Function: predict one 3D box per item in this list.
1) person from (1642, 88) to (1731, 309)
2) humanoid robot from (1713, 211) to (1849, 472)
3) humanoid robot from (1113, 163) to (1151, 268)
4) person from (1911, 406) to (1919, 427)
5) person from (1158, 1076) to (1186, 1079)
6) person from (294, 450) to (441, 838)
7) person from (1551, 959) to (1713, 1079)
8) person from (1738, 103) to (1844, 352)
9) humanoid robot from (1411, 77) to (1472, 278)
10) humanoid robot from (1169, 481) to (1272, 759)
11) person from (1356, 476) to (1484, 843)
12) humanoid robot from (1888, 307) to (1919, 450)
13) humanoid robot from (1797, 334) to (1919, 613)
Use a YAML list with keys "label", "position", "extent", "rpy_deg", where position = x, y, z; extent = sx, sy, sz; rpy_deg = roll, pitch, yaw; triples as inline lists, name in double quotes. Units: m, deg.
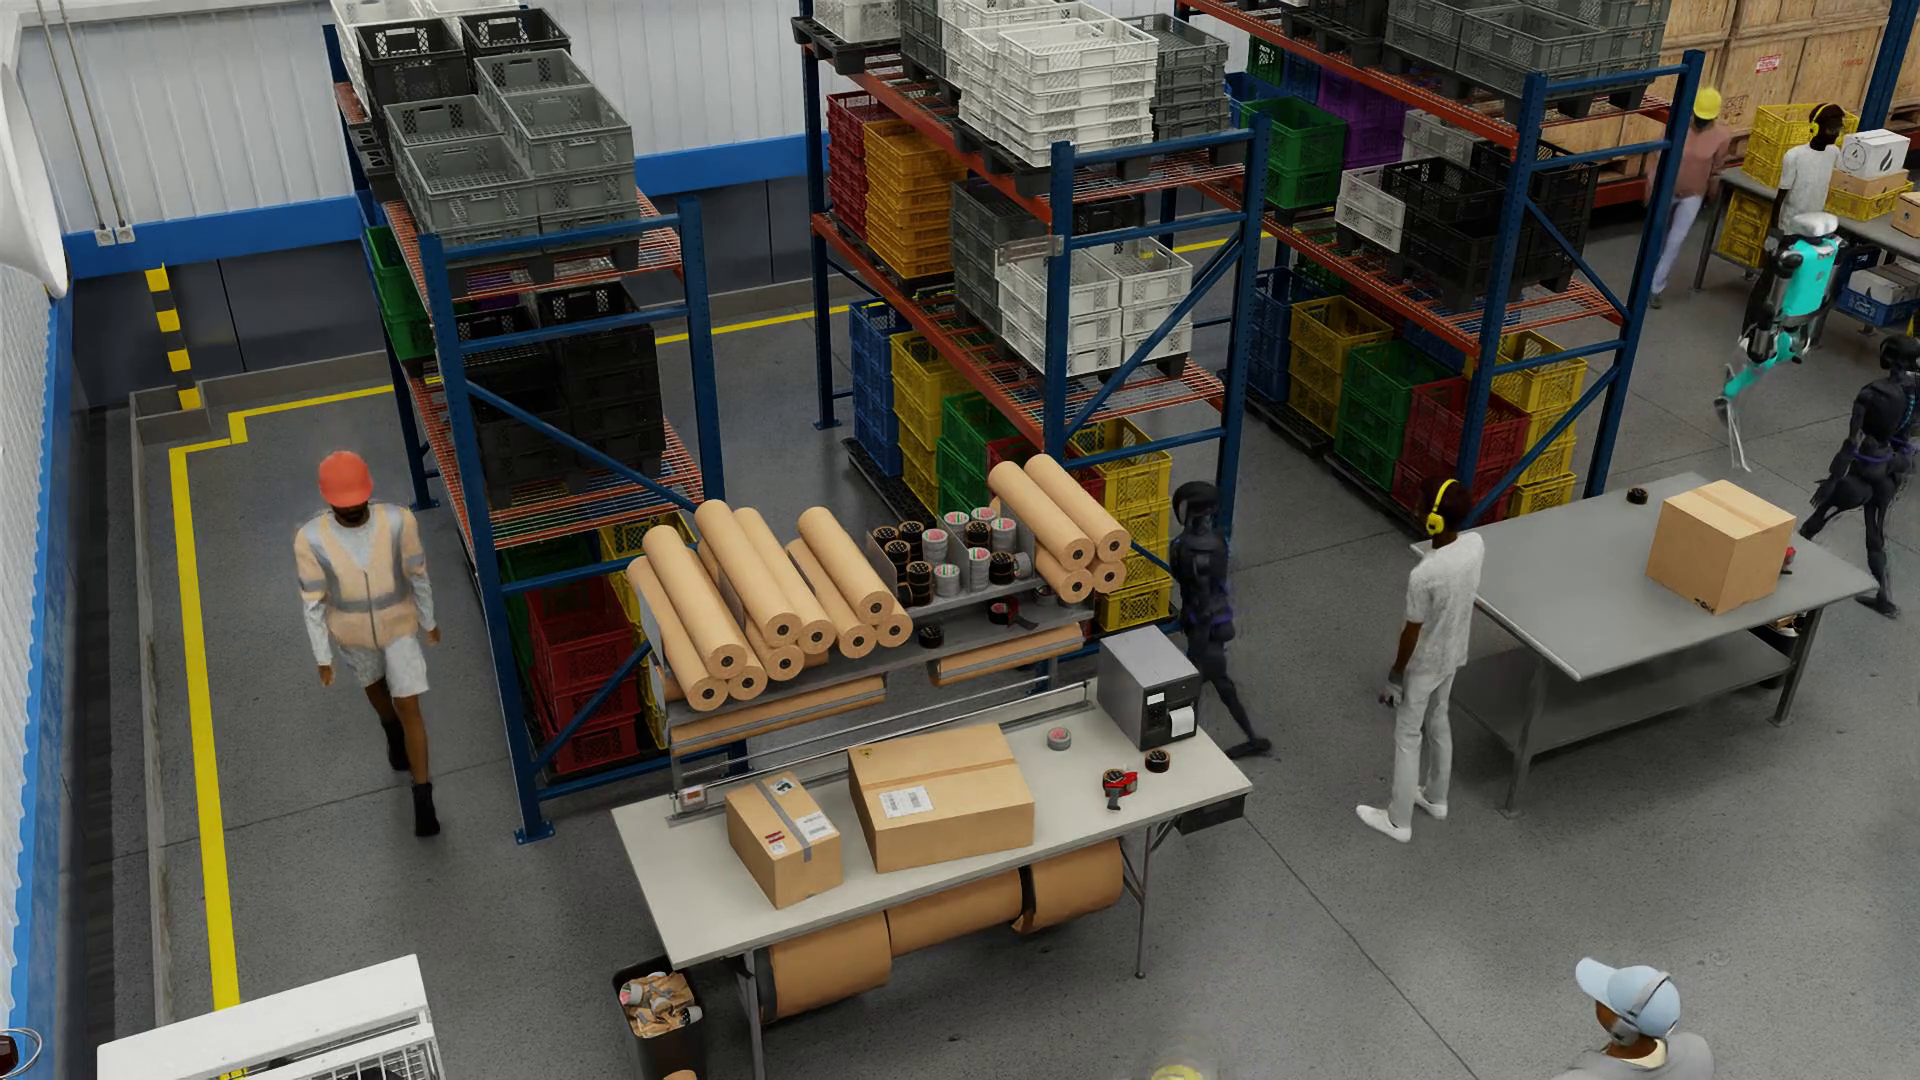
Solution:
- label: "person"
  position: [5.654, -2.752, 13.054]
  extent: [0.538, 1.723, 0.804]
  rpy_deg: [11, 33, 17]
- label: "humanoid robot"
  position: [5.154, -1.348, 10.802]
  extent: [0.567, 1.790, 0.812]
  rpy_deg: [-15, 34, -22]
- label: "humanoid robot"
  position: [1.215, -2.298, 12.360]
  extent: [0.377, 1.636, 0.616]
  rpy_deg: [-9, 33, -14]
- label: "person"
  position: [6.617, -1.477, 10.896]
  extent: [0.515, 1.809, 0.855]
  rpy_deg: [-7, 32, -11]
- label: "person"
  position: [0.592, 2.186, 5.057]
  extent: [0.493, 1.693, 0.915]
  rpy_deg: [17, 36, 26]
- label: "person"
  position: [-2.712, 0.437, 7.718]
  extent: [0.564, 1.881, 0.981]
  rpy_deg: [-11, 33, -17]
- label: "person"
  position: [1.959, 2.007, 5.200]
  extent: [0.596, 1.852, 0.361]
  rpy_deg: [-13, 34, -20]
- label: "person"
  position: [6.074, -2.245, 12.085]
  extent: [0.506, 1.876, 0.329]
  rpy_deg: [-13, 34, -20]
- label: "humanoid robot"
  position: [3.841, -2.942, 13.390]
  extent: [0.599, 1.659, 0.315]
  rpy_deg: [-13, 34, -20]
- label: "humanoid robot"
  position: [1.161, 0.428, 7.990]
  extent: [0.843, 1.611, 0.589]
  rpy_deg: [0, 32, 0]
- label: "person"
  position: [2.123, 0.552, 7.565]
  extent: [0.493, 1.860, 0.333]
  rpy_deg: [-25, 39, -34]
- label: "humanoid robot"
  position: [6.189, -1.064, 10.280]
  extent: [0.543, 1.711, 1.020]
  rpy_deg: [-2, 32, -3]
- label: "humanoid robot"
  position: [5.082, -0.407, 9.335]
  extent: [0.612, 1.618, 0.815]
  rpy_deg: [-15, 35, -23]
